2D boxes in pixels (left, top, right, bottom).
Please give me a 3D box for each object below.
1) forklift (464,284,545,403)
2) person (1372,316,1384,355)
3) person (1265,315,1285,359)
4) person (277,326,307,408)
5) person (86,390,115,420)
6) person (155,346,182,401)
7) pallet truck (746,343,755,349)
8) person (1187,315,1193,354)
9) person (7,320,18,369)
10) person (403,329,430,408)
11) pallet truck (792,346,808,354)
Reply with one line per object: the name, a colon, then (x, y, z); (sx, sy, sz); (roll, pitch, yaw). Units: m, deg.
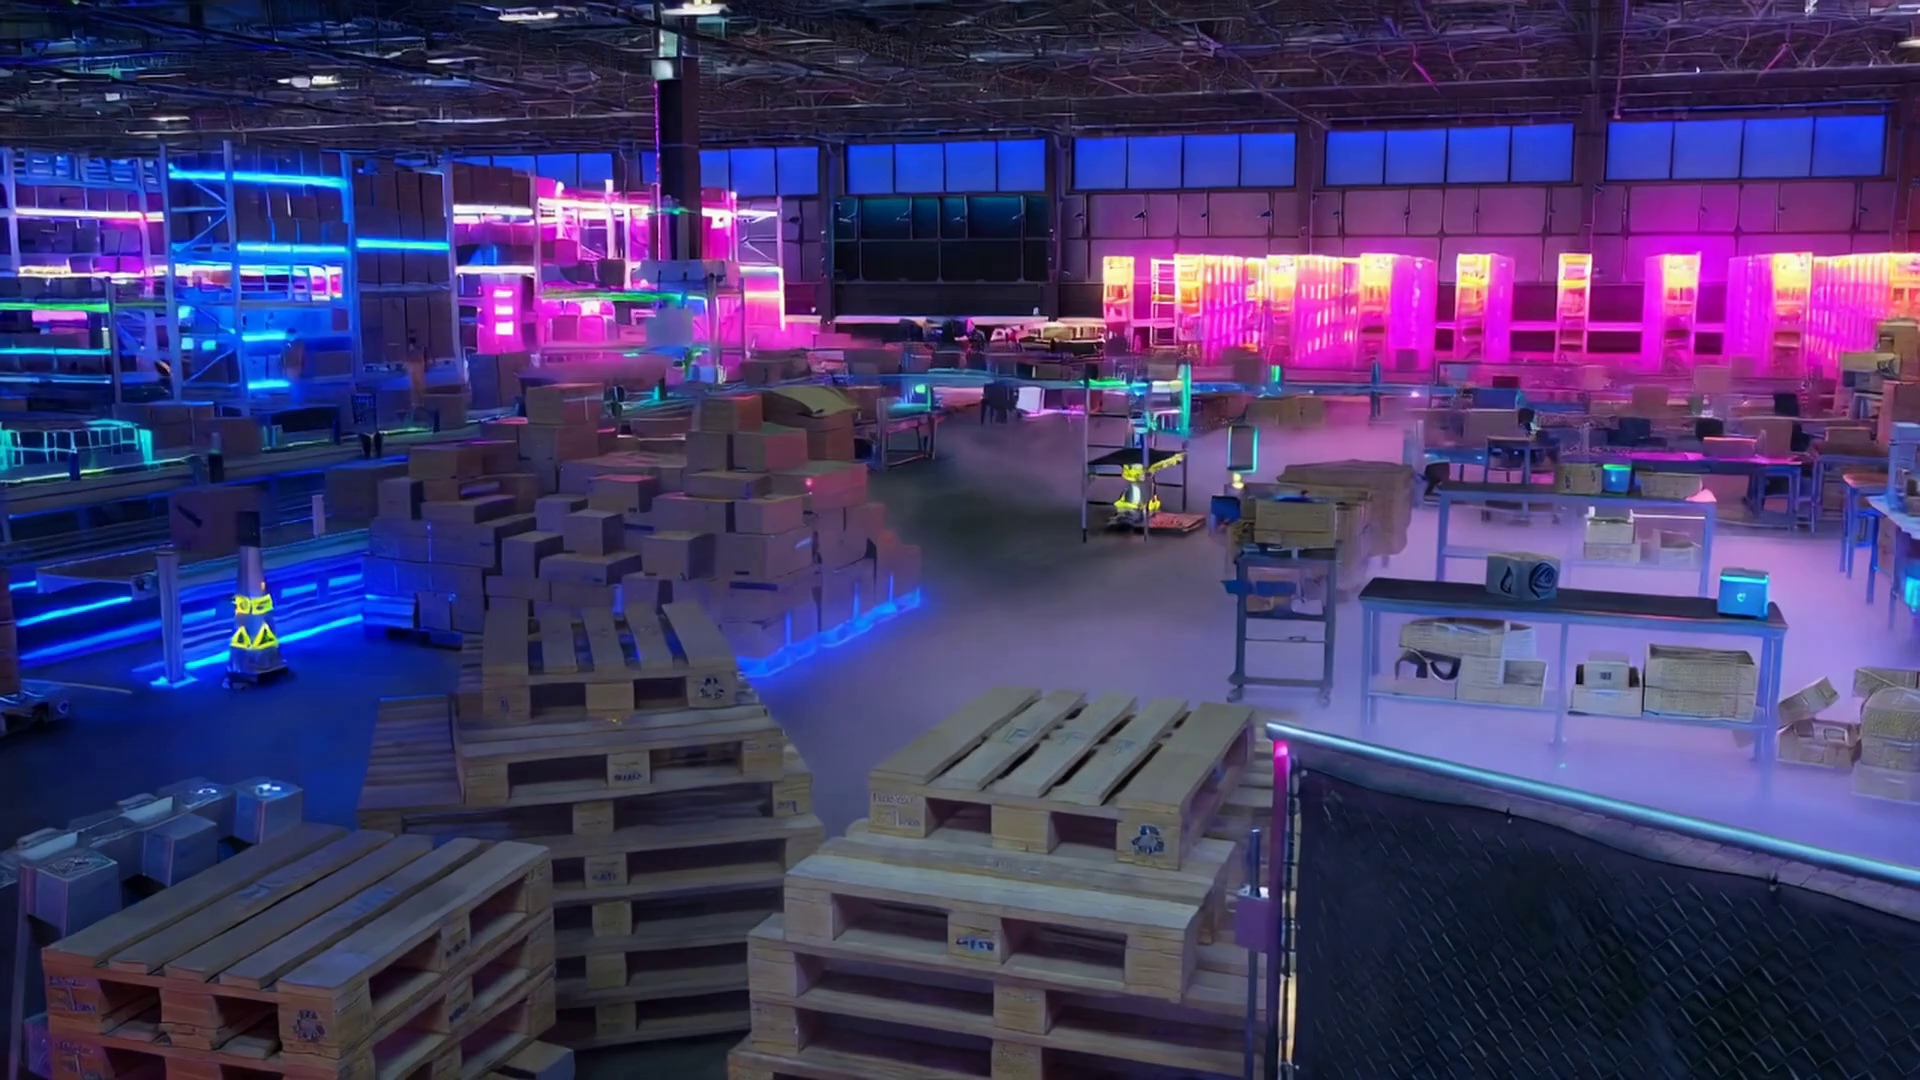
forklift: (-10.832, -4.702, 39.610); (1.129, 2.768, 1.873); (3, 10, 20)
person: (14.509, -7.038, 57.548); (0.605, 1.829, 0.439); (2, 9, 15)
person: (9.851, -6.196, 52.071); (0.686, 1.933, 0.411); (0, 9, -3)
person: (-15.284, -3.963, 38.118); (0.561, 1.889, 1.011); (3, 9, 17)
person: (-14.455, -2.311, 28.175); (0.525, 1.737, 0.786); (4, 10, 26)
person: (-15.399, -2.956, 32.461); (0.545, 1.647, 0.854); (3, 9, 16)
pallet truck: (-6.183, -4.618, 44.264); (1.601, 1.201, 0.680); (-9, 12, -43)
person: (7.472, -6.368, 53.445); (0.695, 1.814, 0.600); (2, 9, 11)
person: (-25.546, -5.045, 45.082); (0.620, 1.815, 0.610); (4, 10, 24)
person: (-12.511, -3.962, 38.332); (0.586, 1.811, 0.686); (1, 9, 7)
pallet truck: (-3.705, -4.298, 42.022); (0.653, 1.274, 1.630); (3, 10, 20)
